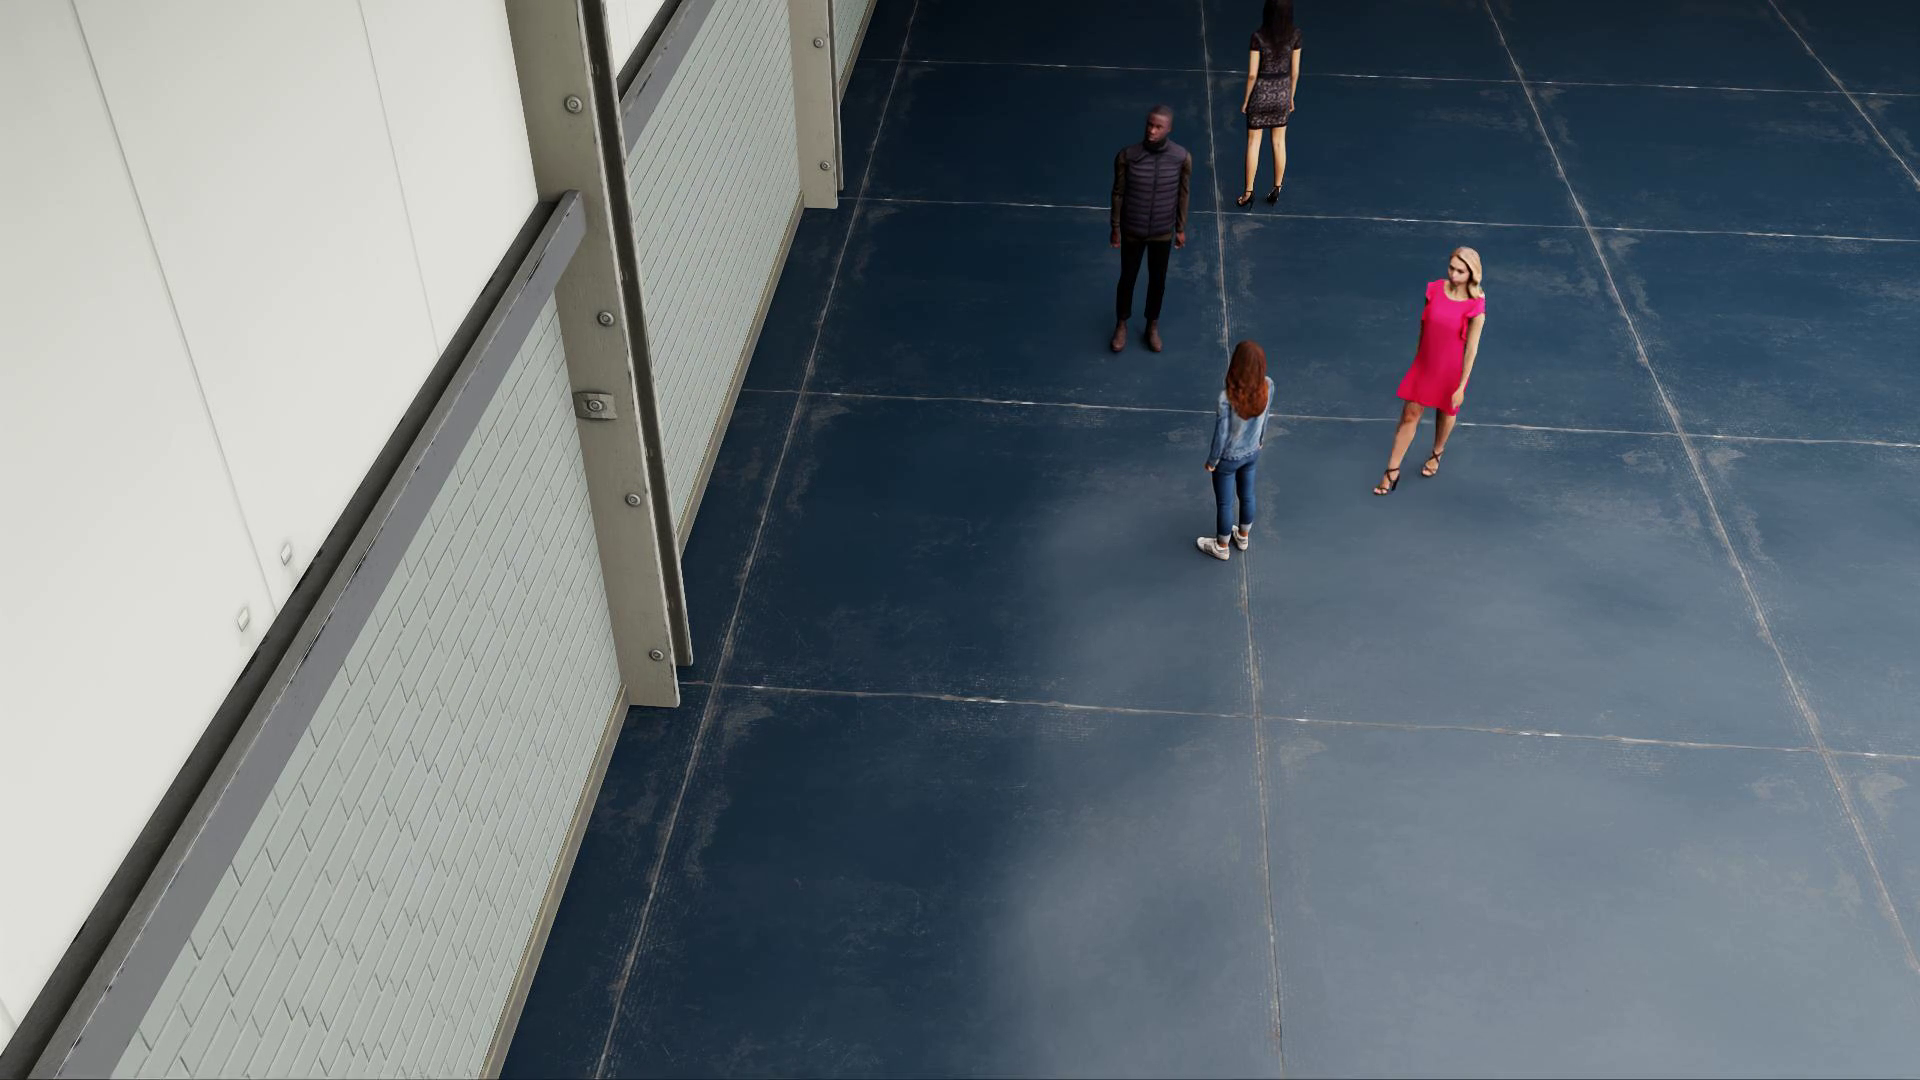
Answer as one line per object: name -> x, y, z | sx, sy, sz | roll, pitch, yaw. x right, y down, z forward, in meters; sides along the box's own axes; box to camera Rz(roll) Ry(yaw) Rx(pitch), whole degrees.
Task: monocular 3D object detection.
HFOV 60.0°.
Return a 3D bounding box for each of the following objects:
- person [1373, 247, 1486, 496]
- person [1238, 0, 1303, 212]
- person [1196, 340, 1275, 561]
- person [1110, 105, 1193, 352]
person -> 3.038, -1.089, 10.326 | 0.907, 1.701, 1.008 | 30, 47, 33
person -> 2.476, -3.519, 13.359 | 0.638, 1.791, 0.581 | -7, 39, -8
person -> 1.637, -0.527, 9.790 | 0.636, 1.477, 0.670 | -21, 43, -25
person -> 1.313, -2.175, 11.606 | 0.700, 1.835, 0.582 | 0, 38, 1
